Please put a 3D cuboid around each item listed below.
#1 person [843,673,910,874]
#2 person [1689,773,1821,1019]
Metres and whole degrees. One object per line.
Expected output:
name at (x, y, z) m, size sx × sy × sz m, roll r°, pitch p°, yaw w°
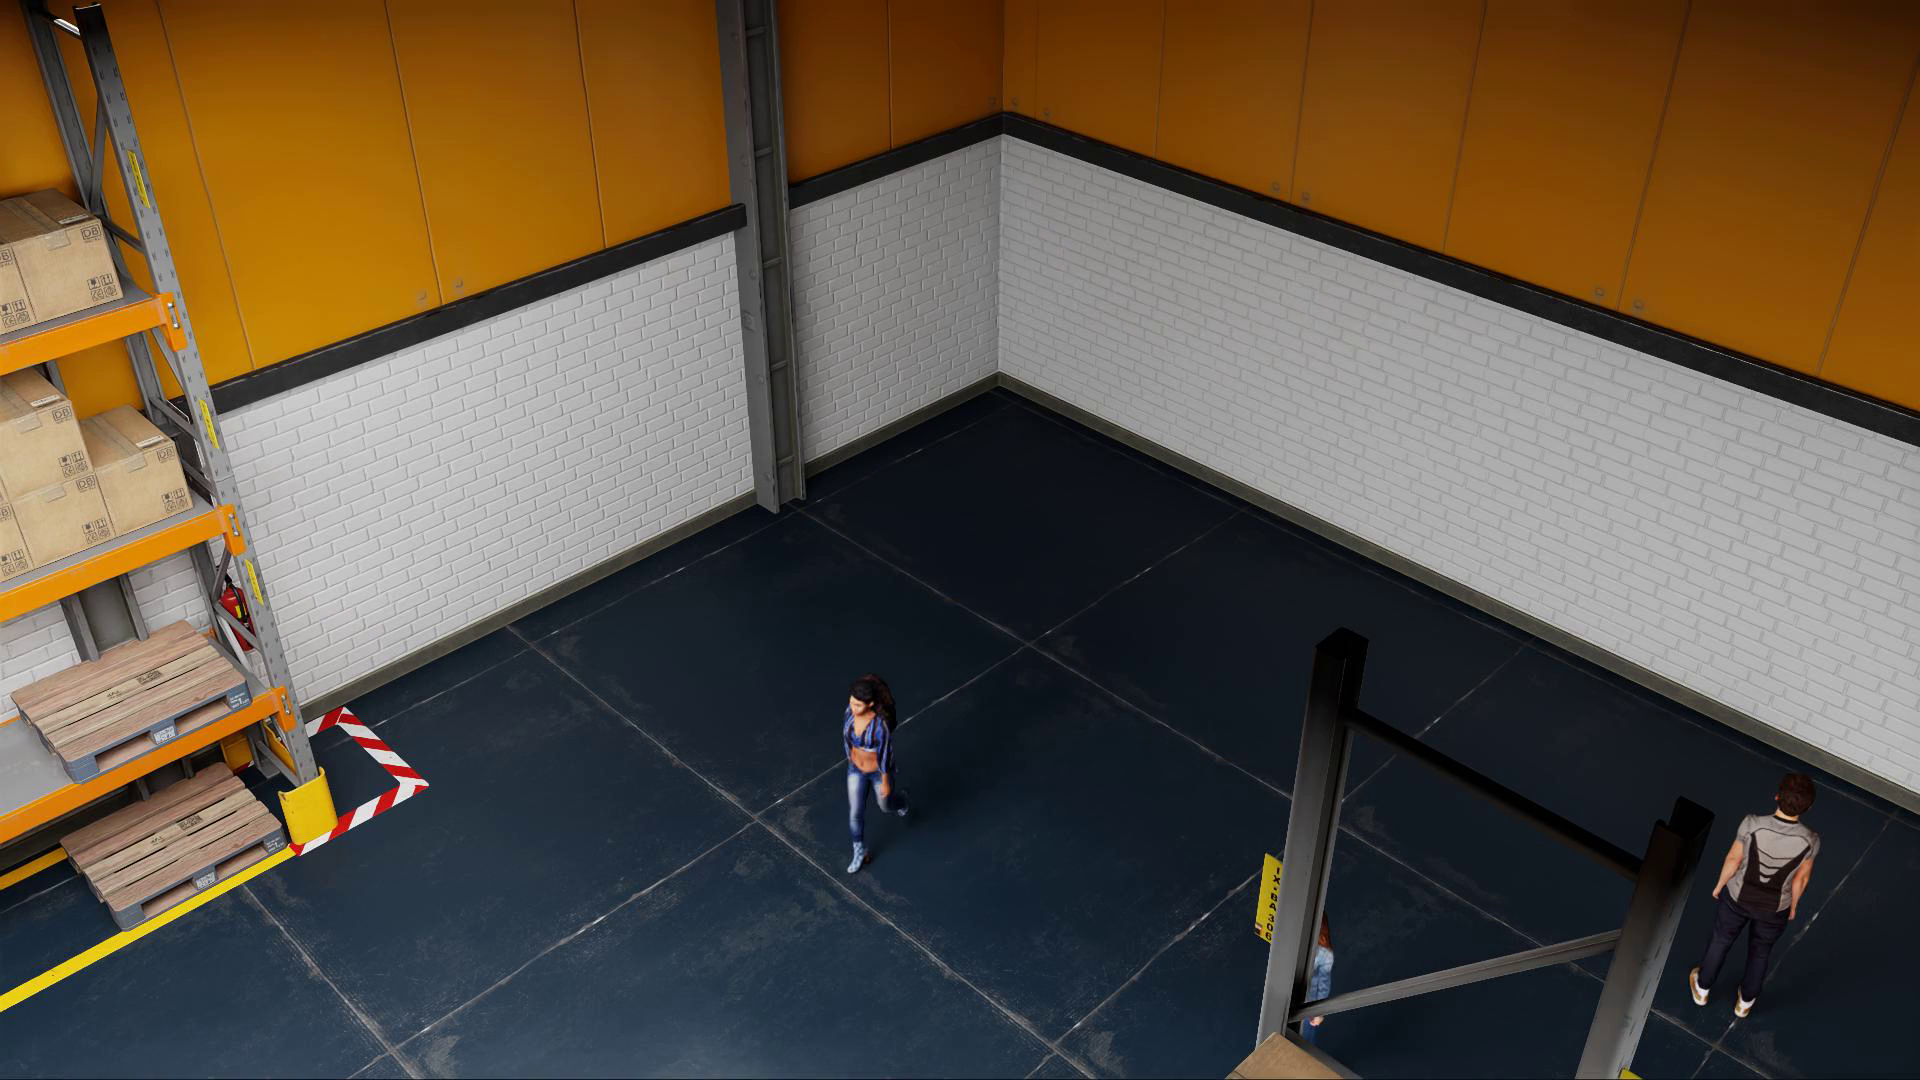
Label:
person at (-0.575, 1.587, 11.656) m, size 0.776 × 1.597 × 1.036 m, roll 17°, pitch 37°, yaw 24°
person at (5.005, 2.232, 10.421) m, size 0.702 × 1.890 × 0.670 m, roll 14°, pitch 36°, yaw 20°
